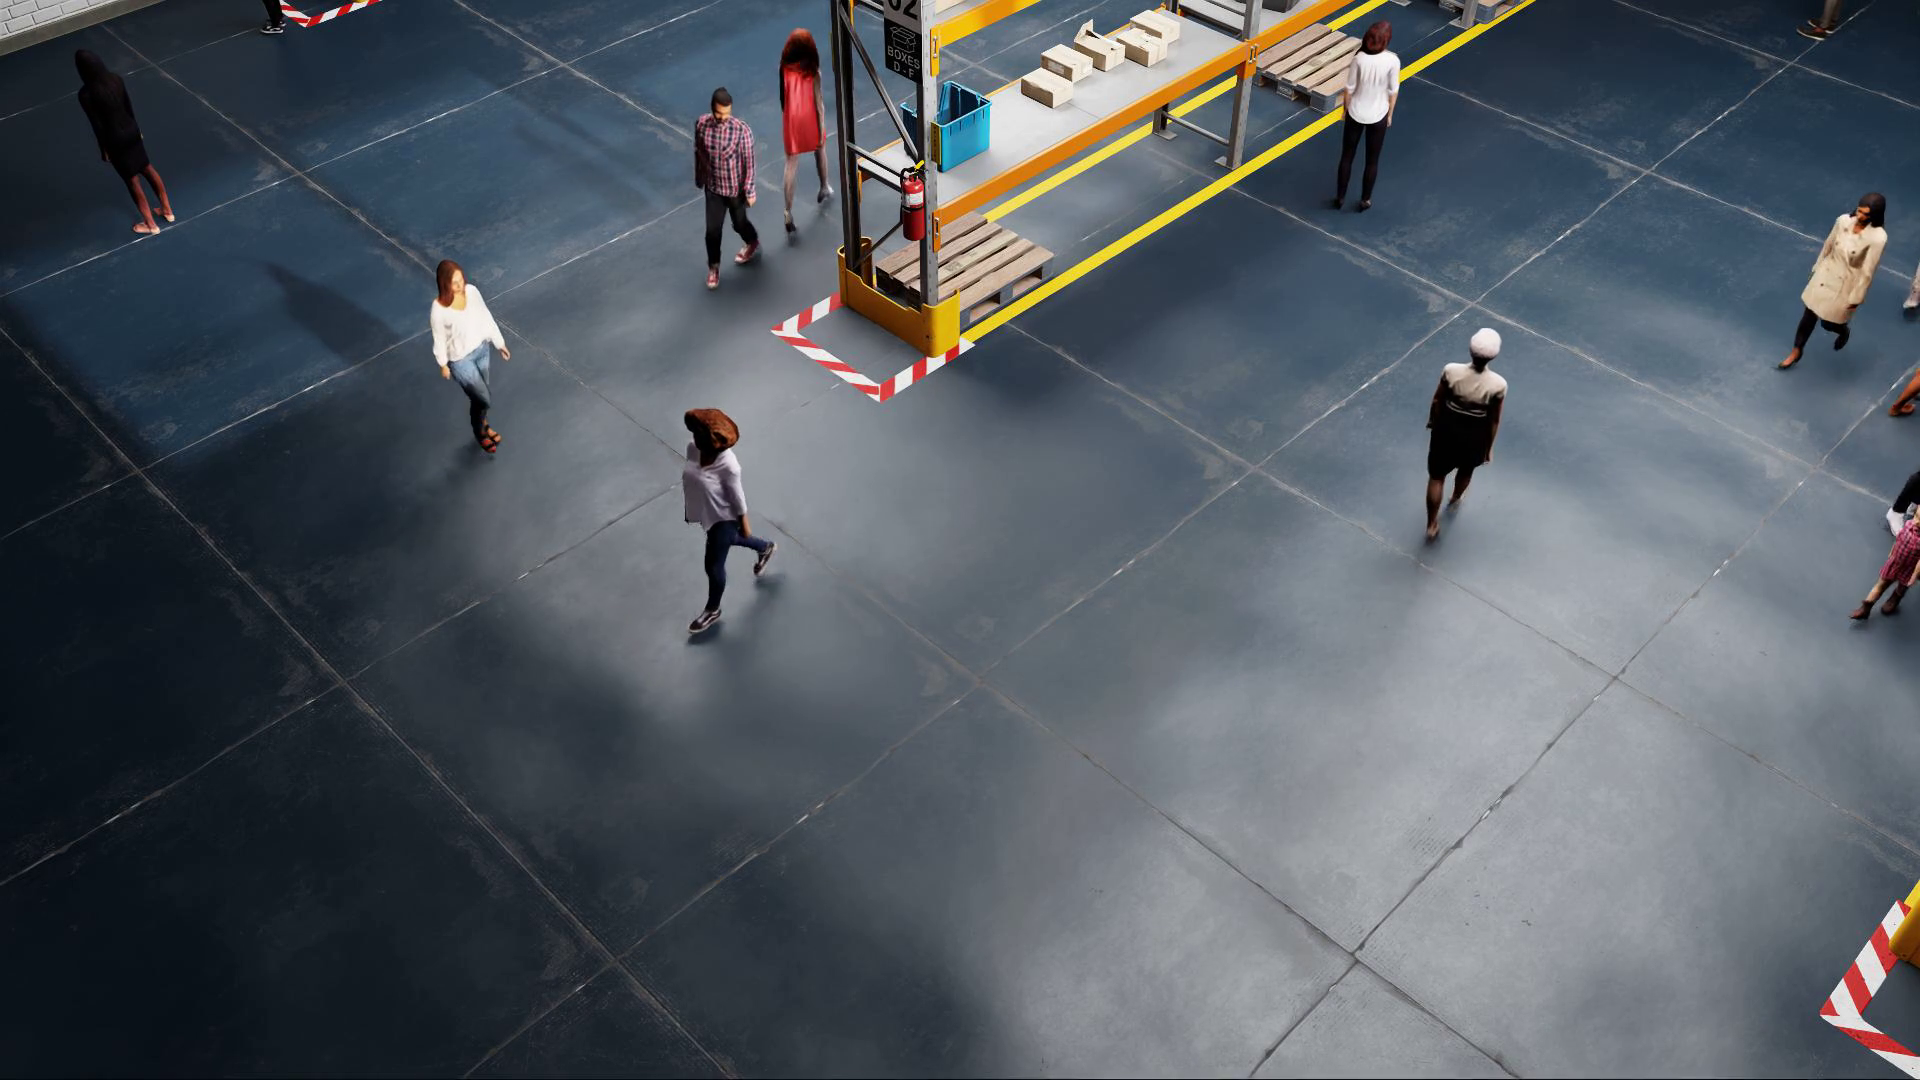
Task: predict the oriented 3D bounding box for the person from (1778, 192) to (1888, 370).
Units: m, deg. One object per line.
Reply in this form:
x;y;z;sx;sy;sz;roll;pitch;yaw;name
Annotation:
6.879;-1.989;12.899;0.942;1.665;0.840;-15;46;-15;person

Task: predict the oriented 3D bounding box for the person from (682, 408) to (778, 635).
-1.541;-0.227;11.034;0.625;1.685;1.097;35;53;31;person

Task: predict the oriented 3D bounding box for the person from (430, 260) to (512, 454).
-3.692;-1.393;12.269;0.760;1.670;0.630;22;48;21;person

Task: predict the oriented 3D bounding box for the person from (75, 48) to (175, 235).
-7.269;-3.464;14.407;0.735;1.720;0.574;15;46;15;person

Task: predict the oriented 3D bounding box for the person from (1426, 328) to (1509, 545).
3.415;-0.655;11.449;0.838;1.733;1.009;18;46;18;person

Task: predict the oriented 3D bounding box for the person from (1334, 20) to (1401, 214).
3.565;-3.699;14.600;0.688;1.794;0.684;11;45;12;person

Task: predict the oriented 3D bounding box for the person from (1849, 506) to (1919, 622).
6.393;0.128;11.158;0.753;1.000;0.527;-24;49;-24;person

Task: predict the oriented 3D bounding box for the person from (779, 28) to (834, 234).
-1.408;-3.508;14.405;0.971;1.785;1.206;11;45;12;person

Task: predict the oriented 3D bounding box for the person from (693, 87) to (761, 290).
-1.921;-3.021;13.934;1.007;1.731;1.115;14;45;15;person
